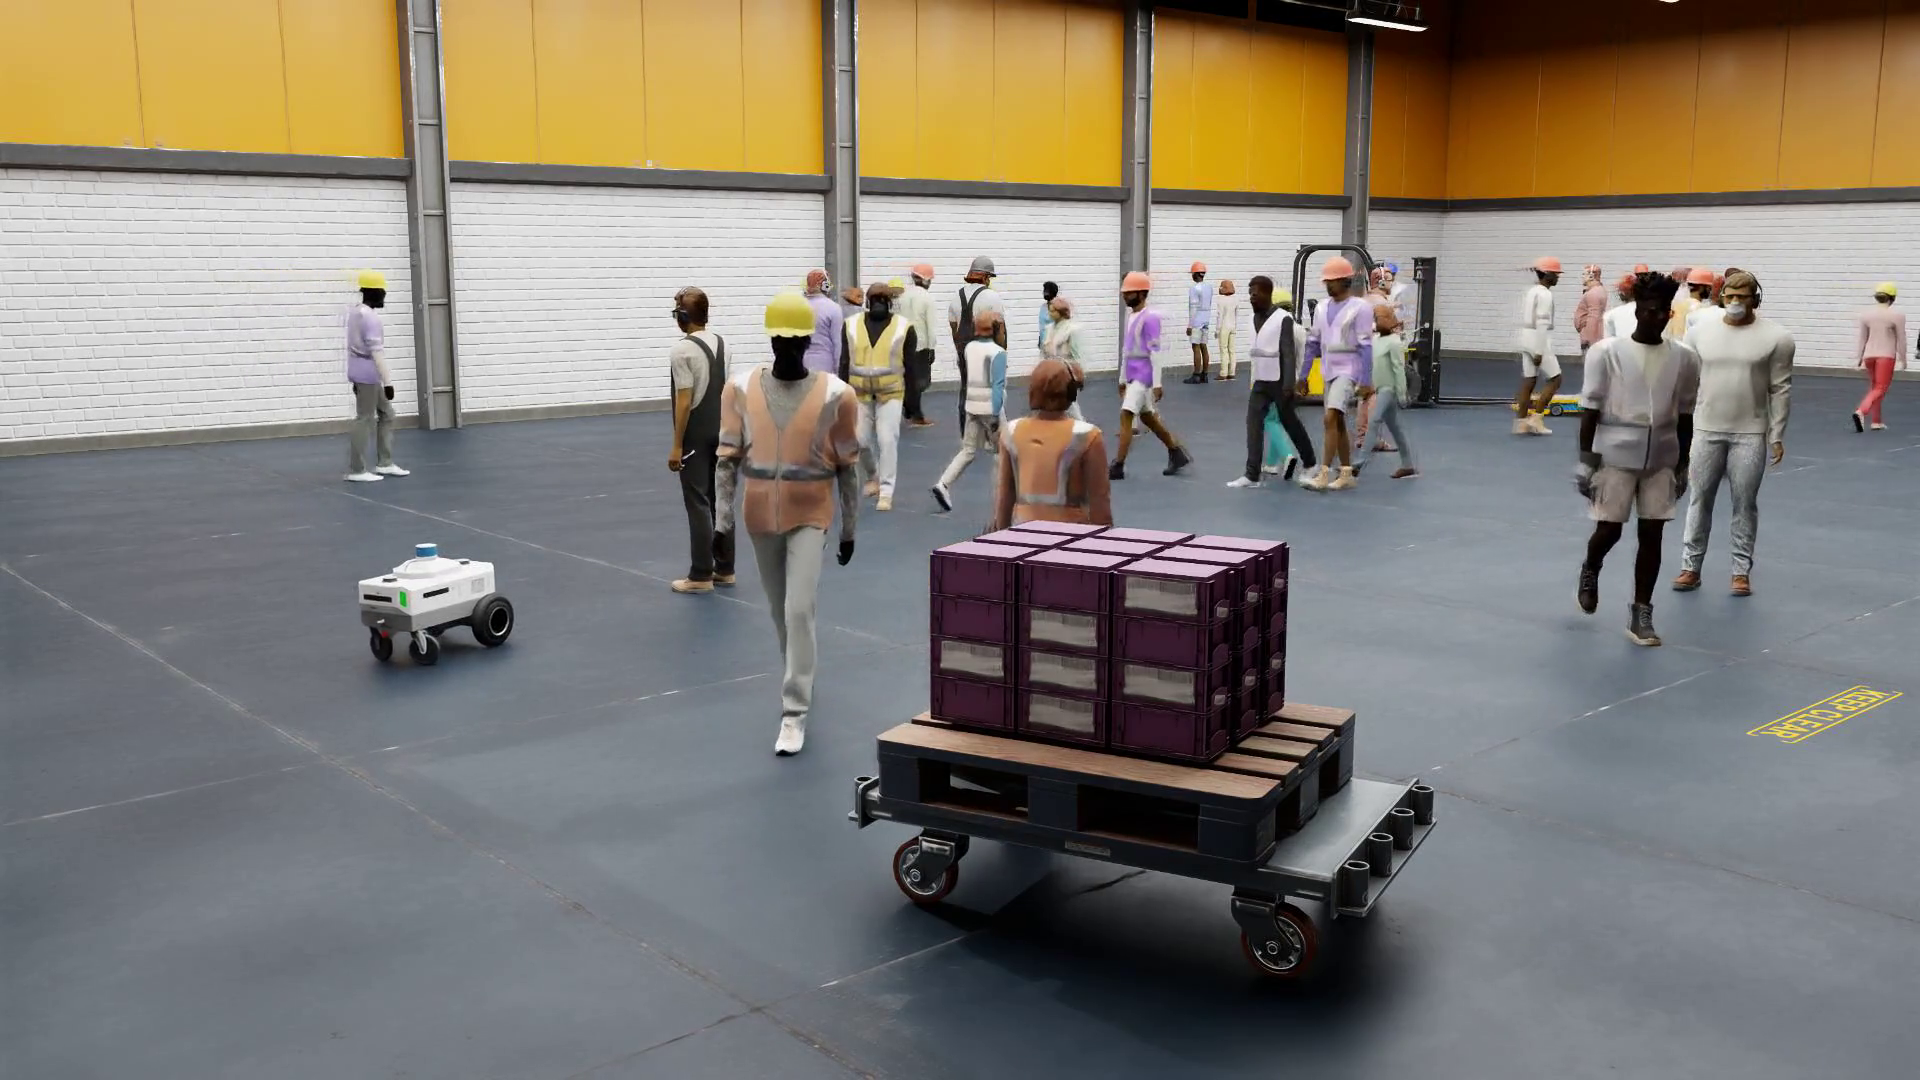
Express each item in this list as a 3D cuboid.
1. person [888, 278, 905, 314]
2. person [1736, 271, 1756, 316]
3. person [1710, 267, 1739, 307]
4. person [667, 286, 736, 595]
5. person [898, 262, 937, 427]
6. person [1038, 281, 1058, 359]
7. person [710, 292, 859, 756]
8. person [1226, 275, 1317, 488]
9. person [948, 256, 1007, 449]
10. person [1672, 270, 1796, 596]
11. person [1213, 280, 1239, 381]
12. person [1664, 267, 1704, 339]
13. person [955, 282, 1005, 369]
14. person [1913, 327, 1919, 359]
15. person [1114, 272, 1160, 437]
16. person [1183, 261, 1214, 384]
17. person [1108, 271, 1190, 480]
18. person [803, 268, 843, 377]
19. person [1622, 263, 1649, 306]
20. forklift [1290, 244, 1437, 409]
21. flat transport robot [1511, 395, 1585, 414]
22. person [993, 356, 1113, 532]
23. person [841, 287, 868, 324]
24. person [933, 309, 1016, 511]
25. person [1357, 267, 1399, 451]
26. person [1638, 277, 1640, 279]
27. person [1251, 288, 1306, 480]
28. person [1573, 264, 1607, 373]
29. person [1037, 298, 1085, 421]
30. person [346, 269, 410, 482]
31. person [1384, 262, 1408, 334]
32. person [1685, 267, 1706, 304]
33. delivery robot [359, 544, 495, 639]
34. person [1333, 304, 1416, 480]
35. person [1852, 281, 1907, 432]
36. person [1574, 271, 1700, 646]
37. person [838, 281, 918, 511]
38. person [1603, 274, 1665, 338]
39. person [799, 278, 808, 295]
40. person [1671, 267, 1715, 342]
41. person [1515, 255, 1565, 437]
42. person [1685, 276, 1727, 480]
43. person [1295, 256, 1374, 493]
[{"bbox_3d":[-0.846,-2.616,22.150,0.489,1.733,0.331,0,10,-1],"label":"person"},{"bbox_3d":[10.945,-2.887,23.509,0.530,1.826,0.997,7,12,34],"label":"person"},{"bbox_3d":[12.368,-3.453,26.738,0.429,1.844,0.627,-6,11,-30],"label":"person"},{"bbox_3d":[-1.558,-0.593,9.989,0.325,1.842,0.516,5,11,29],"label":"person"},{"bbox_3d":[-0.559,-2.266,19.436,0.653,1.964,0.727,9,13,43],"label":"person"},{"bbox_3d":[1.324,-2.806,23.396,0.594,1.681,0.543,-4,10,-22],"label":"person"},{"bbox_3d":[-0.721,-0.114,7.095,0.590,1.883,0.988,2,10,10],"label":"person"},{"bbox_3d":[2.814,-1.401,14.669,0.992,1.864,0.667,-5,11,-28],"label":"person"},{"bbox_3d":[0.245,-1.981,17.536,0.674,2.000,0.535,9,13,41],"label":"person"},{"bbox_3d":[4.603,-0.634,9.953,0.635,1.936,0.355,6,11,31],"label":"person"},{"bbox_3d":[4.332,-3.410,27.082,0.507,1.636,0.275,-9,13,-42],"label":"person"},{"bbox_3d":[9.870,-2.837,23.052,0.679,1.860,0.951,0,10,1],"label":"person"},{"bbox_3d":[0.238,-2.185,19.412,0.610,1.810,0.451,3,10,15],"label":"person"},{"bbox_3d":[12.283,-2.363,20.904,0.540,1.654,0.841,1,10,5],"label":"person"},{"bbox_3d":[1.960,-2.064,18.582,0.441,1.848,0.541,-4,10,-22],"label":"person"},{"bbox_3d":[3.780,-3.447,26.422,0.354,1.939,0.545,8,13,39],"label":"person"},{"bbox_3d":[1.696,-1.496,15.148,0.971,1.901,0.559,-3,10,-16],"label":"person"},{"bbox_3d":[-1.321,-1.601,15.711,0.638,1.906,0.408,6,11,29],"label":"person"},{"bbox_3d":[11.032,-3.527,27.018,0.557,1.890,0.954,4,10,22],"label":"person"},{"bbox_3d":[5.256,-2.933,22.661,2.313,2.155,1.214,3,10,16],"label":"forklift"},{"bbox_3d":[7.863,-1.735,21.270,1.431,0.197,0.652,1,10,3],"label":"flat transport robot"},{"bbox_3d":[0.351,0.044,6.952,0.532,1.615,0.774,7,12,36],"label":"person"},{"bbox_3d":[-1.401,-2.555,22.139,0.521,1.598,0.575,4,10,20],"label":"person"},{"bbox_3d":[0.152,-1.020,13.174,0.758,1.612,0.515,-7,12,-37],"label":"person"},{"bbox_3d":[4.364,-1.879,17.334,0.410,1.909,0.642,-1,10,-8],"label":"person"},{"bbox_3d":[7.268,-1.912,17.828,0.947,1.811,0.573,-7,12,-34],"label":"person"},{"bbox_3d":[2.929,-1.424,15.163,0.527,1.742,0.779,-3,10,-17],"label":"person"},{"bbox_3d":[8.512,-2.766,22.524,0.405,1.911,0.636,5,11,27],"label":"person"},{"bbox_3d":[1.064,-1.687,17.132,0.833,1.594,0.500,-5,11,-28],"label":"person"},{"bbox_3d":[-5.233,-1.472,14.962,0.719,1.898,0.612,-6,11,-30],"label":"person"},{"bbox_3d":[7.413,-3.807,28.560,0.618,1.928,0.656,8,12,38],"label":"person"},{"bbox_3d":[11.350,-3.338,26.068,0.627,1.844,0.429,6,11,30],"label":"person"},{"bbox_3d":[-2.710,0.262,8.475,0.477,0.478,0.707,5,11,25],"label":"delivery robot"},{"bbox_3d":[3.796,-1.329,15.044,0.845,1.581,0.493,-1,10,-6],"label":"person"},{"bbox_3d":[10.590,-2.116,19.213,0.769,1.740,0.526,-5,11,-26],"label":"person"},{"bbox_3d":[3.554,-0.444,8.807,0.632,1.950,0.648,0,10,3],"label":"person"},{"bbox_3d":[-0.651,-1.152,13.311,0.650,1.824,0.490,2,10,9],"label":"person"},{"bbox_3d":[6.250,-1.544,15.517,0.612,1.854,0.621,-8,12,-38],"label":"person"},{"bbox_3d":[-1.810,-2.357,20.498,0.932,1.780,0.597,-5,11,-27],"label":"person"},{"bbox_3d":[7.351,-1.752,16.585,0.683,1.914,0.563,1,10,3],"label":"person"},{"bbox_3d":[6.506,-2.156,18.601,0.532,2.024,0.606,0,10,-1],"label":"person"},{"bbox_3d":[6.875,-1.474,15.168,0.591,1.831,0.990,9,13,43],"label":"person"},{"bbox_3d":[3.115,-1.393,14.170,0.852,2.016,0.629,-5,11,-29],"label":"person"}]
